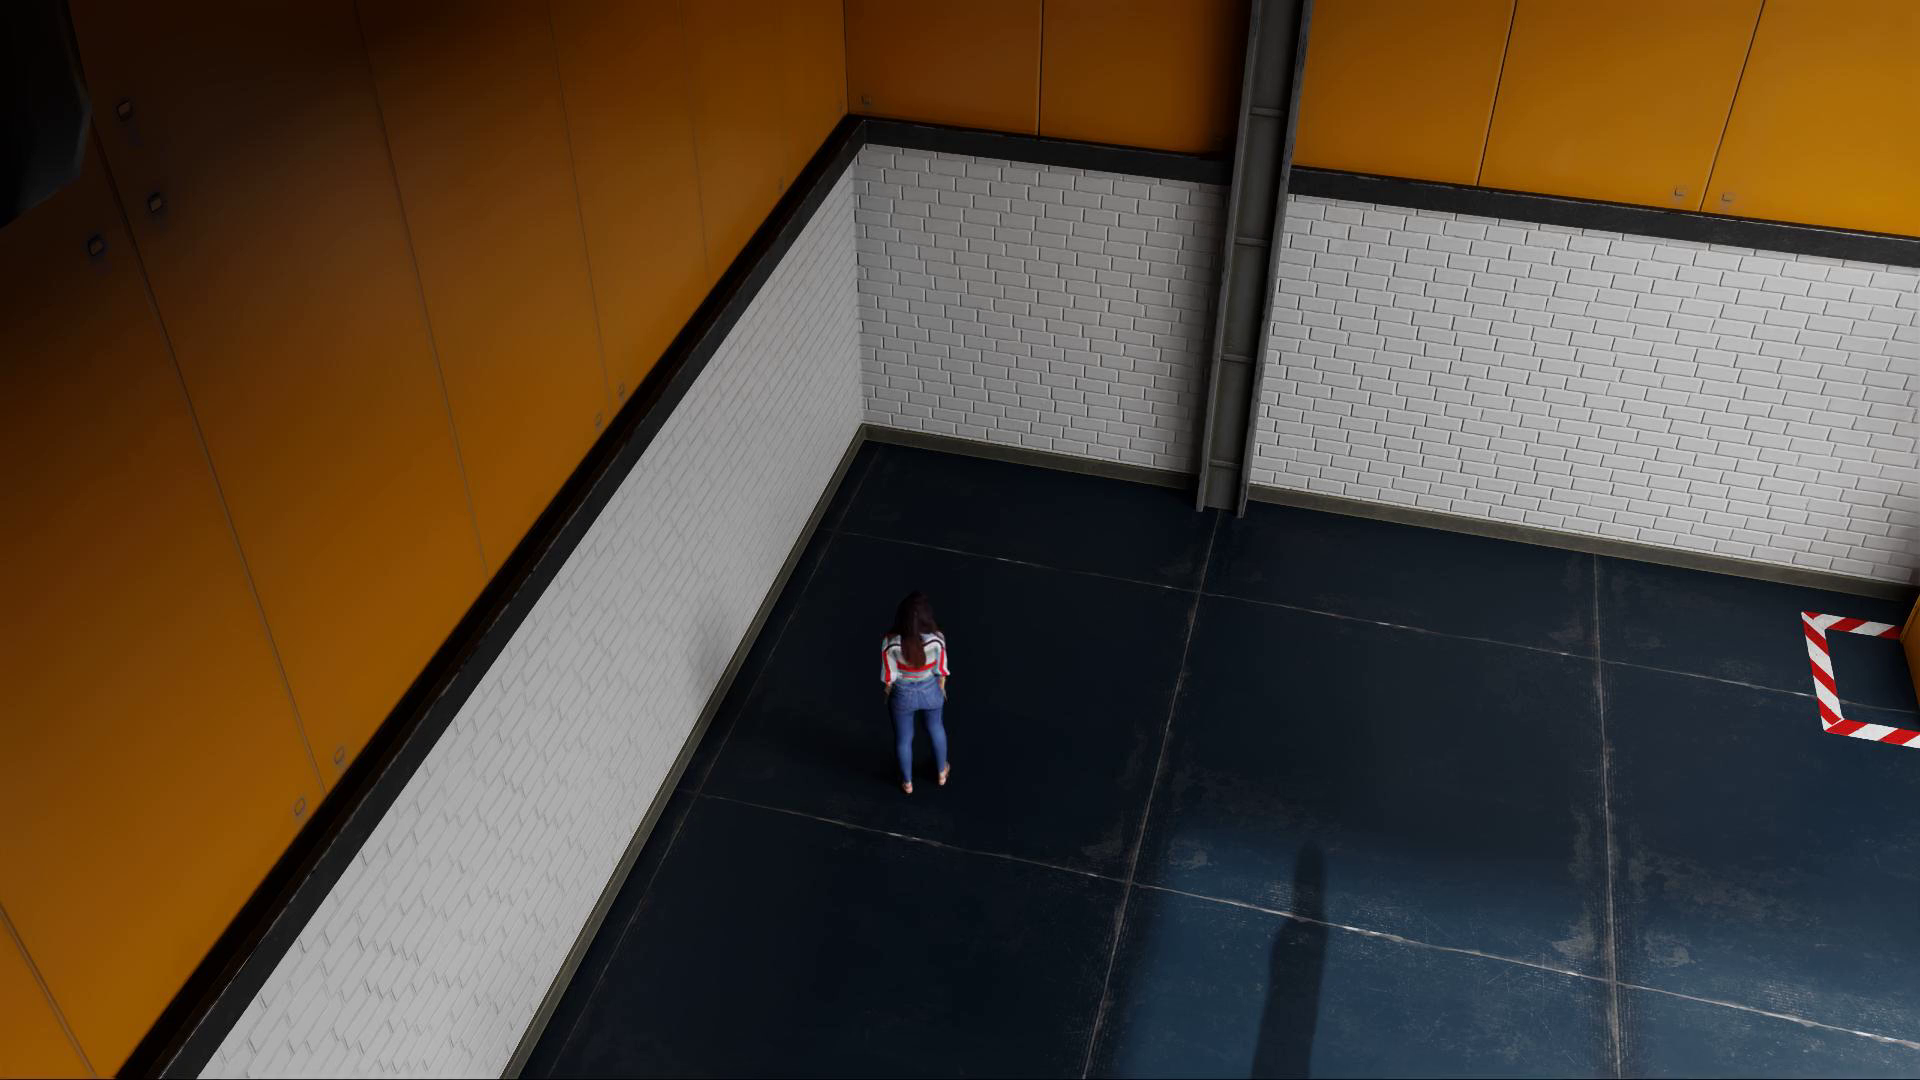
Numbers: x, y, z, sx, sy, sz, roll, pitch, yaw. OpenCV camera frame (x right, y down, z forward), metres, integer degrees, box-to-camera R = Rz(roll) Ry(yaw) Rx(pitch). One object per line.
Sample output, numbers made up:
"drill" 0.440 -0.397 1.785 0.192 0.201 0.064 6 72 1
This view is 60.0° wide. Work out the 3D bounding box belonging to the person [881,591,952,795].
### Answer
"person" -0.291 1.010 10.982 0.620 1.609 0.750 -10 40 -13
